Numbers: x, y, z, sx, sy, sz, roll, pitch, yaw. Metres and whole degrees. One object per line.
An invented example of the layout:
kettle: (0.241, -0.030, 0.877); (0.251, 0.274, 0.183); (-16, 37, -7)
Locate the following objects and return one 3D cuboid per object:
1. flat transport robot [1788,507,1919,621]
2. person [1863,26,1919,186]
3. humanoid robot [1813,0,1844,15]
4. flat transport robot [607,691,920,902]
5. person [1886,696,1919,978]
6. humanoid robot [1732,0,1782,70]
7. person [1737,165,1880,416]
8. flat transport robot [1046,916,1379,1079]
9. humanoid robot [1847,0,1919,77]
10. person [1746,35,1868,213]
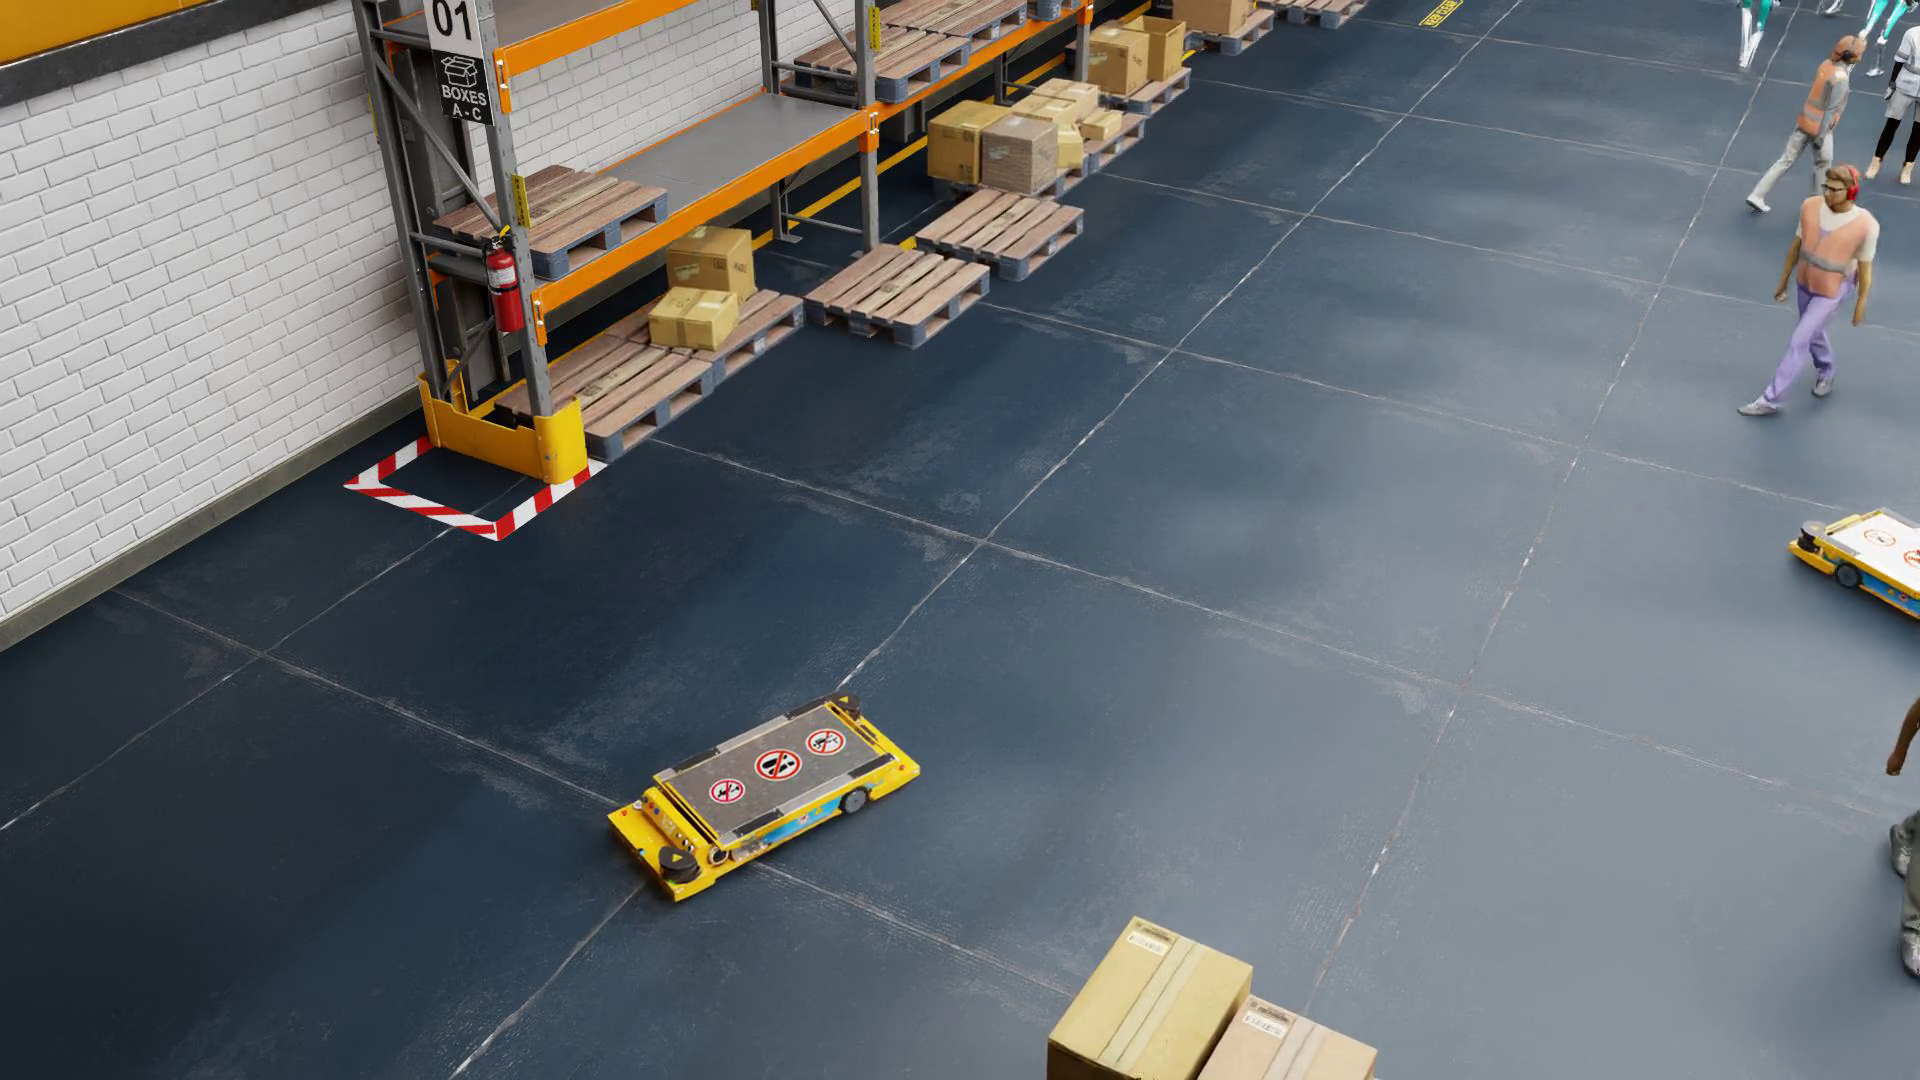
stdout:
flat transport robot: (5.707, 0.249, 9.771); (0.659, 0.231, 1.431); (-18, 37, -25)
person: (8.620, -4.038, 14.961); (0.538, 1.695, 0.318); (17, 37, 24)
humanoid robot: (10.327, -6.918, 19.343); (0.778, 1.854, 0.539); (-20, 39, -28)
flat transport robot: (-0.963, 1.239, 8.274); (1.431, 0.231, 0.659); (-23, 40, -31)
person: (4.426, 0.966, 7.297); (0.575, 1.800, 0.956); (6, 34, 9)
humanoid robot: (8.494, -5.850, 17.647); (0.537, 1.723, 0.962); (19, 38, 27)
person: (5.930, -1.720, 11.384); (0.928, 1.791, 0.590); (-12, 35, -17)
flat transport robot: (0.963, 2.450, 6.442); (0.659, 0.231, 1.431); (19, 38, 26)
humanoid robot: (9.672, -5.658, 17.429); (0.875, 1.837, 0.549); (-22, 40, -30)
person: (7.349, -3.566, 14.340); (0.817, 1.597, 0.524); (0, 33, 1)
